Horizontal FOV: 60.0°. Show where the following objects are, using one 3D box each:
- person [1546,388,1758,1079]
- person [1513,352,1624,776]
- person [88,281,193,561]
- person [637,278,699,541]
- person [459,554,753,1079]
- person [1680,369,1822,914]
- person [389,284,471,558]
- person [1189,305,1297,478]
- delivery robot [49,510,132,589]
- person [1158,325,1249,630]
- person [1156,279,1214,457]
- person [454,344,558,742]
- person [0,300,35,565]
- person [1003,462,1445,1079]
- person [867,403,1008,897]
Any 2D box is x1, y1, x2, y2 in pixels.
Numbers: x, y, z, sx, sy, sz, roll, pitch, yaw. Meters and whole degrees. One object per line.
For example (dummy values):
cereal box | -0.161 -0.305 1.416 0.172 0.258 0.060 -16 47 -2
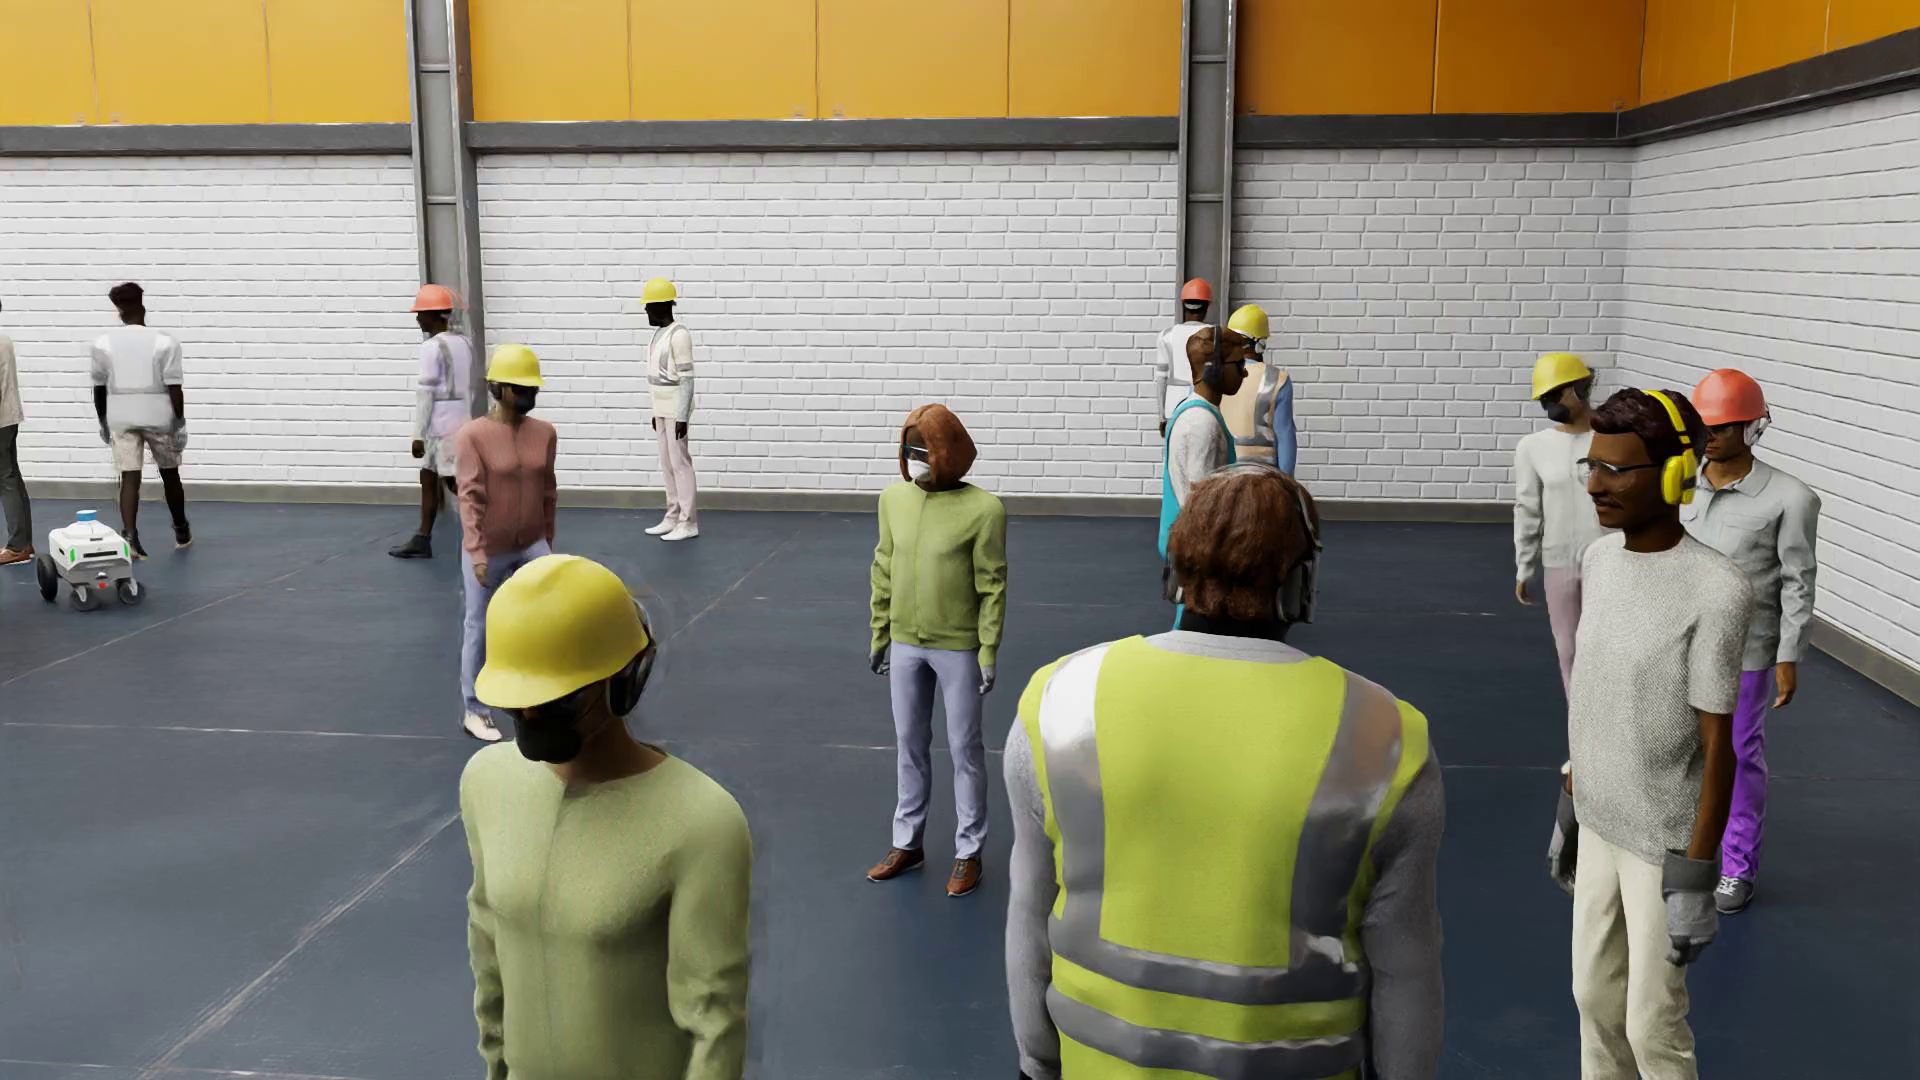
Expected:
person | 1.370 0.620 3.403 0.331 1.857 0.506 -2 10 -12
person | 2.515 0.117 6.677 0.615 1.721 0.361 7 12 34
person | -5.673 -0.823 11.518 0.638 1.921 0.895 -3 10 -15
person | -2.143 -0.954 12.205 0.382 1.923 0.593 -5 11 -29
person | -0.535 0.849 2.504 0.531 1.704 0.949 4 11 22
person | 2.439 0.322 5.390 0.334 1.749 0.576 -8 13 -38
person | -3.454 -0.783 11.307 0.951 1.900 0.561 1 10 5
person | 1.536 -0.352 9.019 0.602 1.830 0.404 5 11 28
delivery robot | -5.245 0.065 10.023 0.477 0.478 0.707 -7 12 -36
person | 0.957 0.075 6.576 0.344 1.839 0.501 1 10 5
person | 1.687 -0.920 12.042 0.541 1.921 0.412 4 11 21
person | -1.858 0.050 7.035 0.875 1.728 0.546 9 13 41
person | -6.523 -0.757 11.248 0.323 1.868 0.544 -3 10 -17
person | 0.376 0.797 2.460 0.638 1.831 0.429 3 10 18
person | -0.082 0.360 5.514 0.499 1.633 0.278 6 11 29
